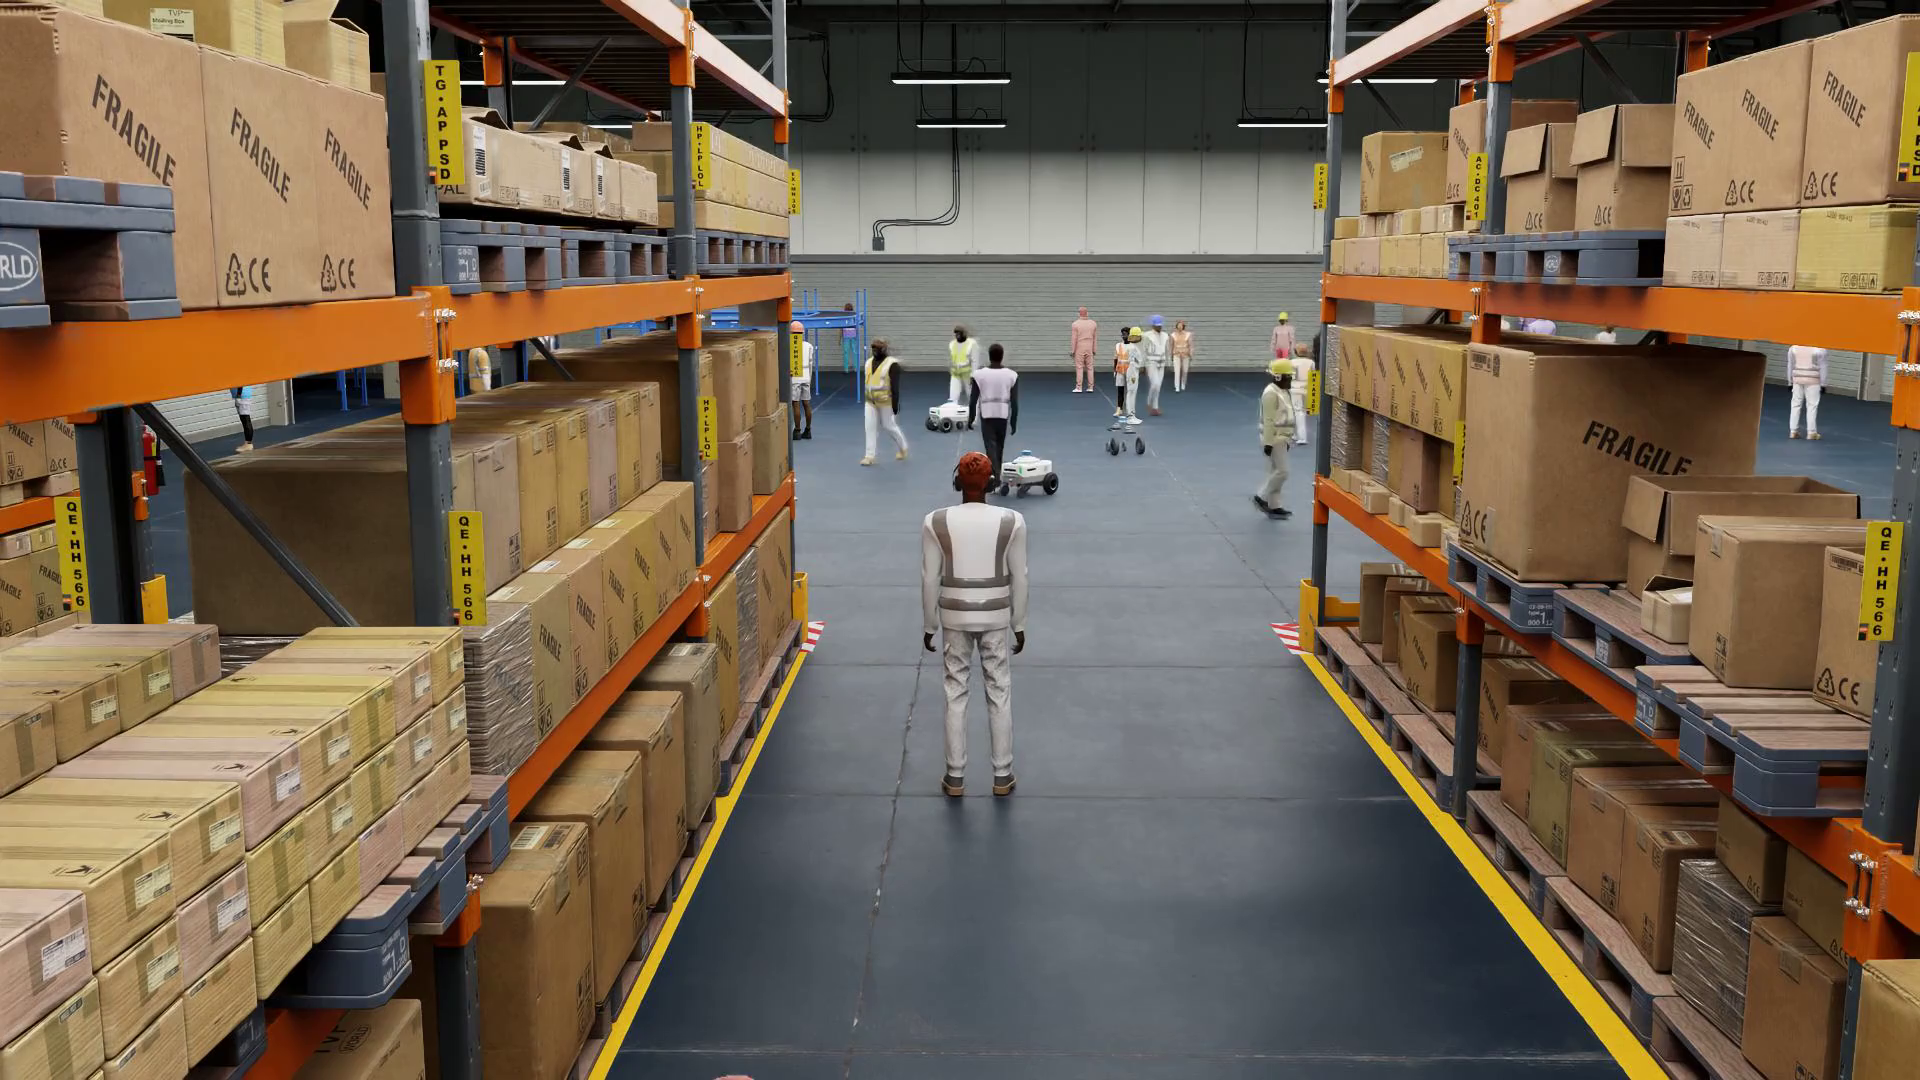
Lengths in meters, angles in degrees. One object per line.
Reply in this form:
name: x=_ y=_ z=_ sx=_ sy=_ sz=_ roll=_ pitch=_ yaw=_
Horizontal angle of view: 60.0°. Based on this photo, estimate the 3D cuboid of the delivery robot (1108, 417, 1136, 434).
delivery robot: x=2.493 y=-1.770 z=25.462 sx=0.335 sy=0.223 sz=0.698 roll=-2 pitch=10 yaw=-14

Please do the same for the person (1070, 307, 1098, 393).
person: x=2.744 y=-4.239 z=37.149 sx=0.645 sy=1.905 sz=0.400 roll=-4 pitch=10 yaw=-22

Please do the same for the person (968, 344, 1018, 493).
person: x=0.433 y=-1.557 z=21.208 sx=0.605 sy=1.872 sz=1.002 roll=-2 pitch=10 yaw=-10

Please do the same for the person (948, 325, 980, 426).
person: x=0.039 y=-2.888 z=29.388 sx=0.634 sy=1.788 sz=0.945 roll=5 pitch=10 yaw=25

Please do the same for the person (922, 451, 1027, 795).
person: x=0.079 y=0.456 z=9.089 sx=0.575 sy=1.881 sz=0.356 roll=0 pitch=9 yaw=1

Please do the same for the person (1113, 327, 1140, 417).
person: x=3.118 y=-3.143 z=31.202 sx=0.535 sy=1.697 sz=0.318 roll=5 pitch=11 yaw=29

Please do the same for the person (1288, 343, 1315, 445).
person: x=5.395 y=-2.349 z=26.709 sx=0.532 sy=1.598 sz=0.820 roll=-4 pitch=10 yaw=-21

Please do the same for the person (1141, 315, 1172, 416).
person: x=3.737 y=-3.309 z=31.531 sx=0.633 sy=1.913 sz=0.448 roll=-7 pitch=12 yaw=-35

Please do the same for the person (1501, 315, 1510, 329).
person: x=12.234 y=-4.357 z=37.924 sx=0.808 sy=1.884 sz=0.643 roll=-4 pitch=10 yaw=-21

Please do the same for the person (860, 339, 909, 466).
person: x=-1.098 y=-2.009 z=24.070 sx=0.632 sy=1.818 sz=0.837 roll=7 pitch=12 yaw=37

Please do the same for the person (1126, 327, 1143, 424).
person: x=3.161 y=-2.979 z=30.080 sx=0.294 sy=1.744 sz=0.487 roll=2 pitch=10 yaw=13

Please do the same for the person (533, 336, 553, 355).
person: x=-8.064 y=-3.313 z=31.899 sx=0.902 sy=1.801 sz=0.523 roll=7 pitch=12 yaw=35

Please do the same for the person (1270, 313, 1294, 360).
person: x=7.642 y=-4.526 z=39.414 sx=0.540 sy=1.719 sz=0.901 roll=6 pitch=11 yaw=34

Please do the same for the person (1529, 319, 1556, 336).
person: x=12.711 y=-4.126 z=36.480 sx=0.636 sy=1.903 sz=0.405 roll=-2 pitch=10 yaw=-12

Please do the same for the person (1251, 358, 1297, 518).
person: x=3.619 y=-1.154 z=18.908 sx=0.420 sy=1.818 sz=0.619 roll=4 pitch=10 yaw=23

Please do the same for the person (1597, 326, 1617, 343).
person: x=12.797 y=-3.523 z=33.083 sx=0.518 sy=1.840 sz=0.817 roll=-4 pitch=10 yaw=-24

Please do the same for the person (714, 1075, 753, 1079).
person: x=-0.196 y=1.599 z=2.173 sx=0.569 sy=1.895 sz=0.866 roll=2 pitch=10 yaw=10

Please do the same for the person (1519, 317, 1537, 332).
person: x=14.940 y=-5.374 z=43.557 sx=0.605 sy=2.036 sz=0.383 roll=3 pitch=10 yaw=16

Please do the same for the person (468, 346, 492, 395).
person: x=-7.257 y=-2.280 z=25.307 sx=0.377 sy=1.936 sz=0.549 roll=-7 pitch=12 yaw=-37

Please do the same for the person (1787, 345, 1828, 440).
person: x=13.982 y=-2.586 z=27.441 sx=0.429 sy=1.840 sz=0.650 roll=-8 pitch=12 yaw=-39

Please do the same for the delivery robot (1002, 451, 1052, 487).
delivery robot: x=0.838 y=-0.879 z=20.882 sx=0.477 sy=0.478 sz=0.707 roll=7 pitch=11 yaw=38

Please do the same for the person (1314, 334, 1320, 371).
person: x=6.667 y=-3.065 z=29.900 sx=0.647 sy=1.968 sz=0.681 roll=-3 pitch=10 yaw=-19

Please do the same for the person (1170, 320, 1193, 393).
person: x=4.987 y=-4.161 z=37.518 sx=0.511 sy=1.618 sz=0.699 roll=1 pitch=10 yaw=8

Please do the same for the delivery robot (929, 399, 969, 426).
delivery robot: x=-0.166 y=-2.199 z=28.803 sx=0.707 sy=0.478 sz=0.477 roll=-6 pitch=11 yaw=-32

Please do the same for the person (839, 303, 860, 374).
person: x=-2.897 y=-5.277 z=43.534 sx=0.565 sy=1.845 sz=0.387 roll=-3 pitch=10 yaw=-18

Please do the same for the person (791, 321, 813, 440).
person: x=-2.669 y=-2.626 z=27.381 sx=0.361 sy=1.939 sz=0.542 roll=9 pitch=13 yaw=43

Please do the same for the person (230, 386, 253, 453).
person: x=-11.007 y=-2.185 z=25.460 sx=0.321 sy=1.697 sz=0.530 roll=-3 pitch=10 yaw=-16
